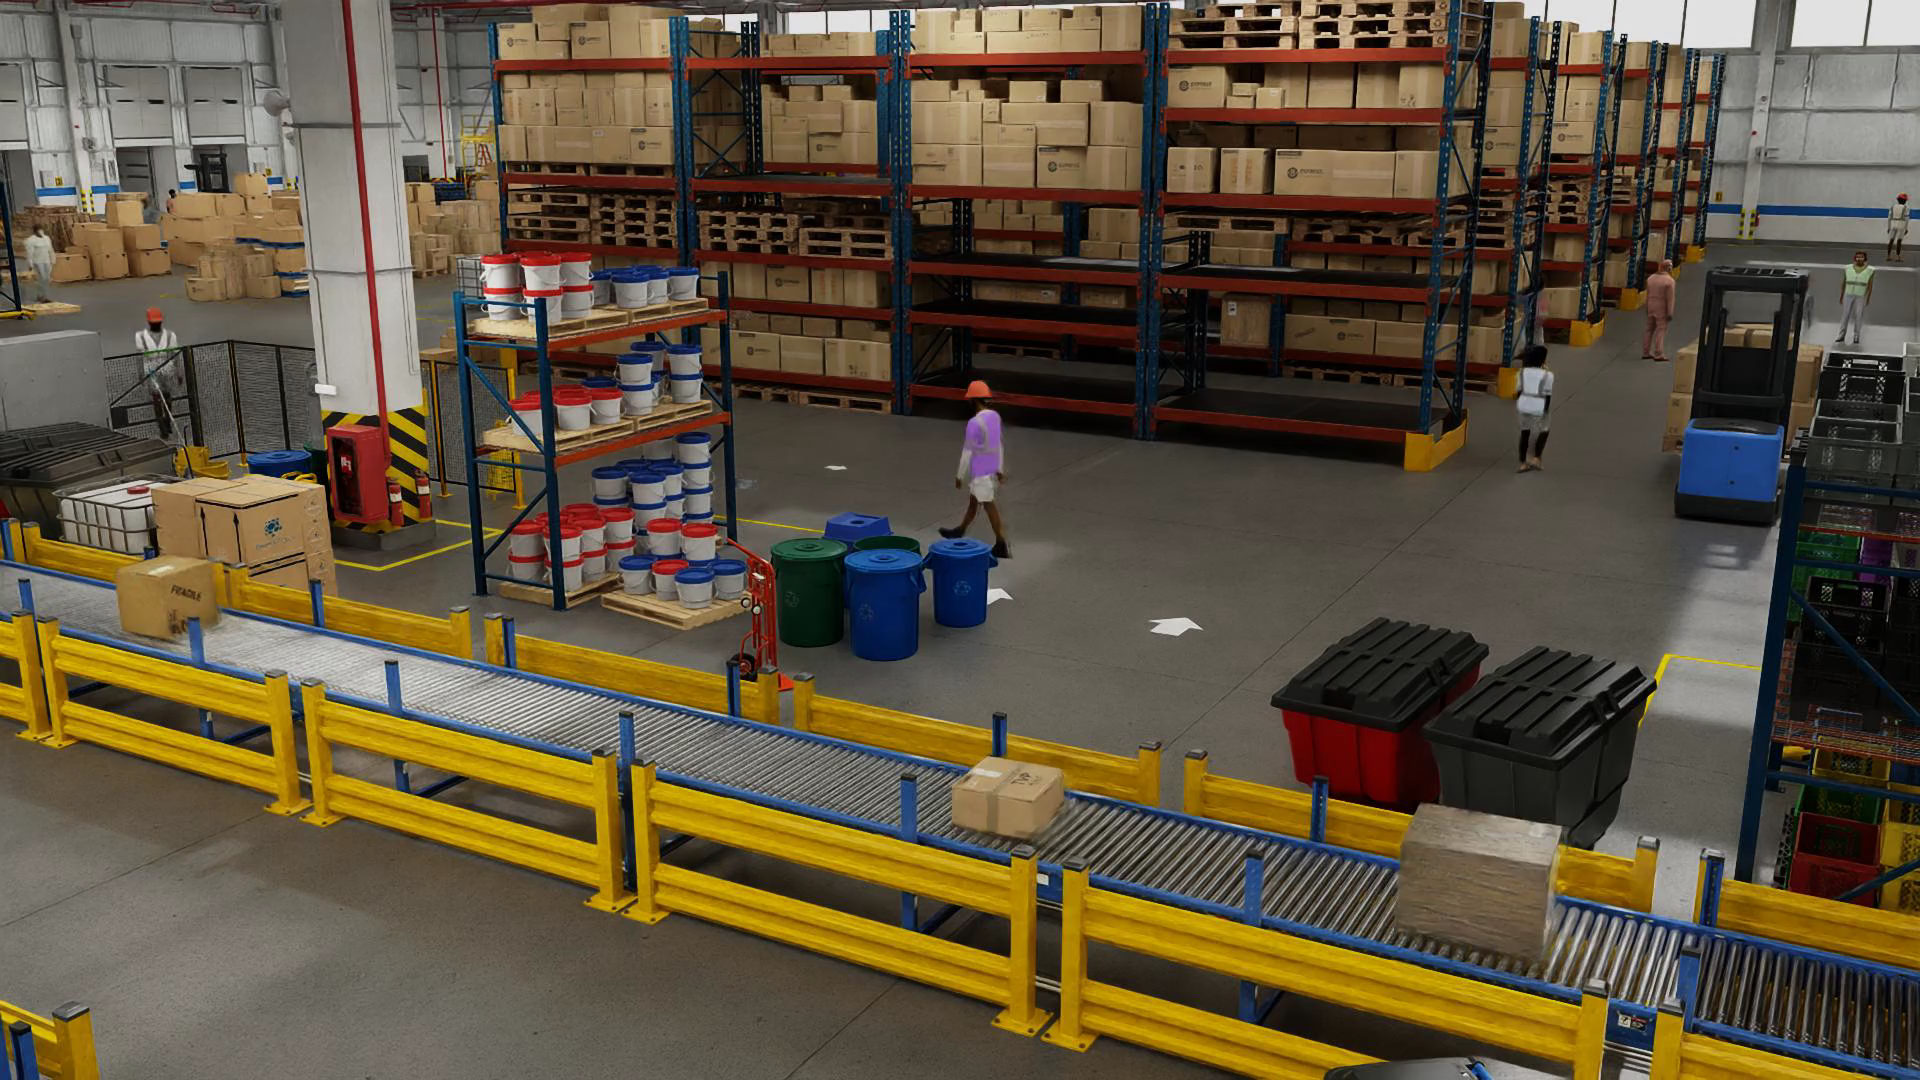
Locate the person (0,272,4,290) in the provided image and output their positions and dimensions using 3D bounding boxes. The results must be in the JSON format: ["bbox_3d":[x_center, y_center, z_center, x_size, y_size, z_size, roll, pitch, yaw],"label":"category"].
[{"bbox_3d":[-25.132,-7.457,42.741,1.023,2.000,0.703,7,17,25],"label":"person"}]

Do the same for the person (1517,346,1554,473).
[{"bbox_3d":[7.543,-1.719,21.847,0.539,1.683,0.428,14,20,42],"label":"person"}]

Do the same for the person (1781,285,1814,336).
[{"bbox_3d":[15.514,-4.064,30.856,0.877,1.583,0.509,-13,20,-40],"label":"person"}]

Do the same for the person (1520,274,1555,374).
[{"bbox_3d":[10.169,-3.866,29.725,0.936,1.799,0.653,10,18,33],"label":"person"}]

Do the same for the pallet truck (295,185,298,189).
[{"bbox_3d":[-26.804,-14.617,69.738,1.885,1.965,0.823,-14,20,-42],"label":"pallet truck"}]

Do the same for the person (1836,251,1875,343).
[{"bbox_3d":[18.054,-4.905,33.519,0.565,1.846,0.390,11,18,35],"label":"person"}]

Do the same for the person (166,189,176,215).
[{"bbox_3d":[-27.633,-11.478,58.514,0.316,1.695,0.542,10,18,33],"label":"person"}]

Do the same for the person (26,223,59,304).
[{"bbox_3d":[-21.925,-6.601,39.771,0.499,1.915,0.624,5,16,17],"label":"person"}]

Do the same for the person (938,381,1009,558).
[{"bbox_3d":[0.143,-0.768,17.877,0.964,1.888,0.573,9,17,29],"label":"person"}]

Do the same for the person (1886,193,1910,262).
[{"bbox_3d":[28.288,-9.423,50.144,0.393,2.036,0.605,-10,18,-34],"label":"person"}]

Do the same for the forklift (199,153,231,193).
[{"bbox_3d":[-27.440,-12.865,61.464,1.873,2.768,1.129,8,17,28],"label":"forklift"}]

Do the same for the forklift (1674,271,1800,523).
[{"bbox_3d":[9.269,-1.763,19.726,1.129,2.768,1.873,8,17,27],"label":"forklift"}]

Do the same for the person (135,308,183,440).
[{"bbox_3d":[-11.583,-2.418,24.107,0.557,1.878,0.974,-9,17,-31],"label":"person"}]

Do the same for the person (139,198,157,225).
[{"bbox_3d":[-24.277,-9.302,49.920,0.643,1.916,0.603,6,16,23],"label":"person"}]

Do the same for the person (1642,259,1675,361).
[{"bbox_3d":[13.118,-4.297,31.140,0.400,1.901,0.642,-6,16,-23],"label":"person"}]
